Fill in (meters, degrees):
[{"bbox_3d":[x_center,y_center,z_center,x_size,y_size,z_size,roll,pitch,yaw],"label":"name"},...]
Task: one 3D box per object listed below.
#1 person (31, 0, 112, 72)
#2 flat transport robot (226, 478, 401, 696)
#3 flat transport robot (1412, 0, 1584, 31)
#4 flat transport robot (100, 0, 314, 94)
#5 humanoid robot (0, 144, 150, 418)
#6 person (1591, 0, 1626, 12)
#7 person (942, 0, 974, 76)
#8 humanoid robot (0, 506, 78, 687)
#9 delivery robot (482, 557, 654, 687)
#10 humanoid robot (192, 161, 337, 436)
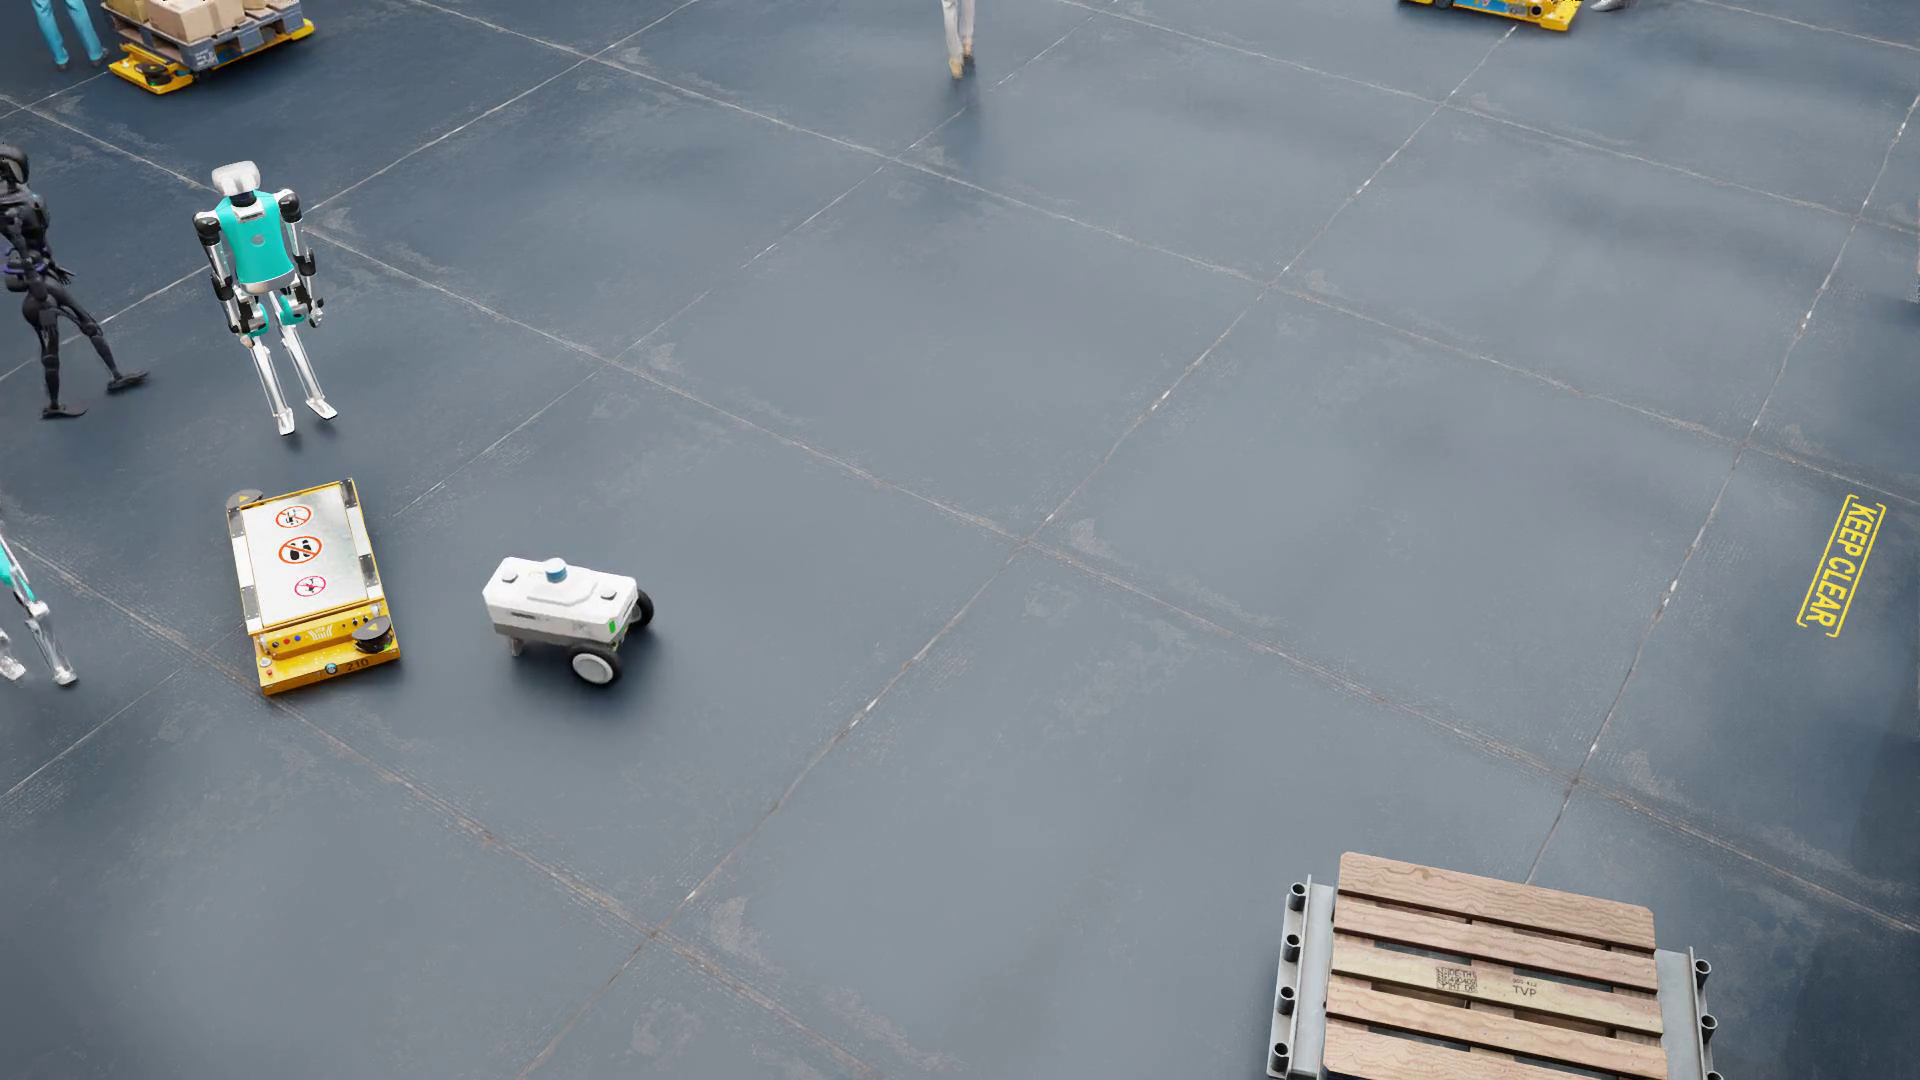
[{"bbox_3d":[-6.973,-4.446,12.573,0.560,1.845,0.392,-10,43,-11],"label":"person"},{"bbox_3d":[-3.355,0.180,8.578,0.659,0.231,1.431,-16,44,-18],"label":"flat transport robot"},{"bbox_3d":[4.454,-4.610,13.938,1.431,0.231,0.659,19,45,20],"label":"flat transport robot"},{"bbox_3d":[-5.939,-3.955,13.205,0.659,0.231,1.431,27,48,27],"label":"flat transport robot"},{"bbox_3d":[-5.130,-1.458,9.367,0.640,1.627,0.609,-14,44,-15],"label":"humanoid robot"},{"bbox_3d":[5.470,-5.217,13.380,0.479,1.921,0.584,-13,43,-14],"label":"person"},{"bbox_3d":[-0.061,-4.540,12.677,0.469,1.845,0.779,-5,42,-6],"label":"person"},{"bbox_3d":[-4.541,0.050,7.629,0.806,1.780,0.538,27,48,27],"label":"humanoid robot"},{"bbox_3d":[-1.912,0.353,8.185,0.785,0.614,0.505,9,43,10],"label":"delivery robot"},{"bbox_3d":[-3.822,-1.384,9.126,0.533,1.677,0.735,-24,47,-25],"label":"humanoid robot"}]
